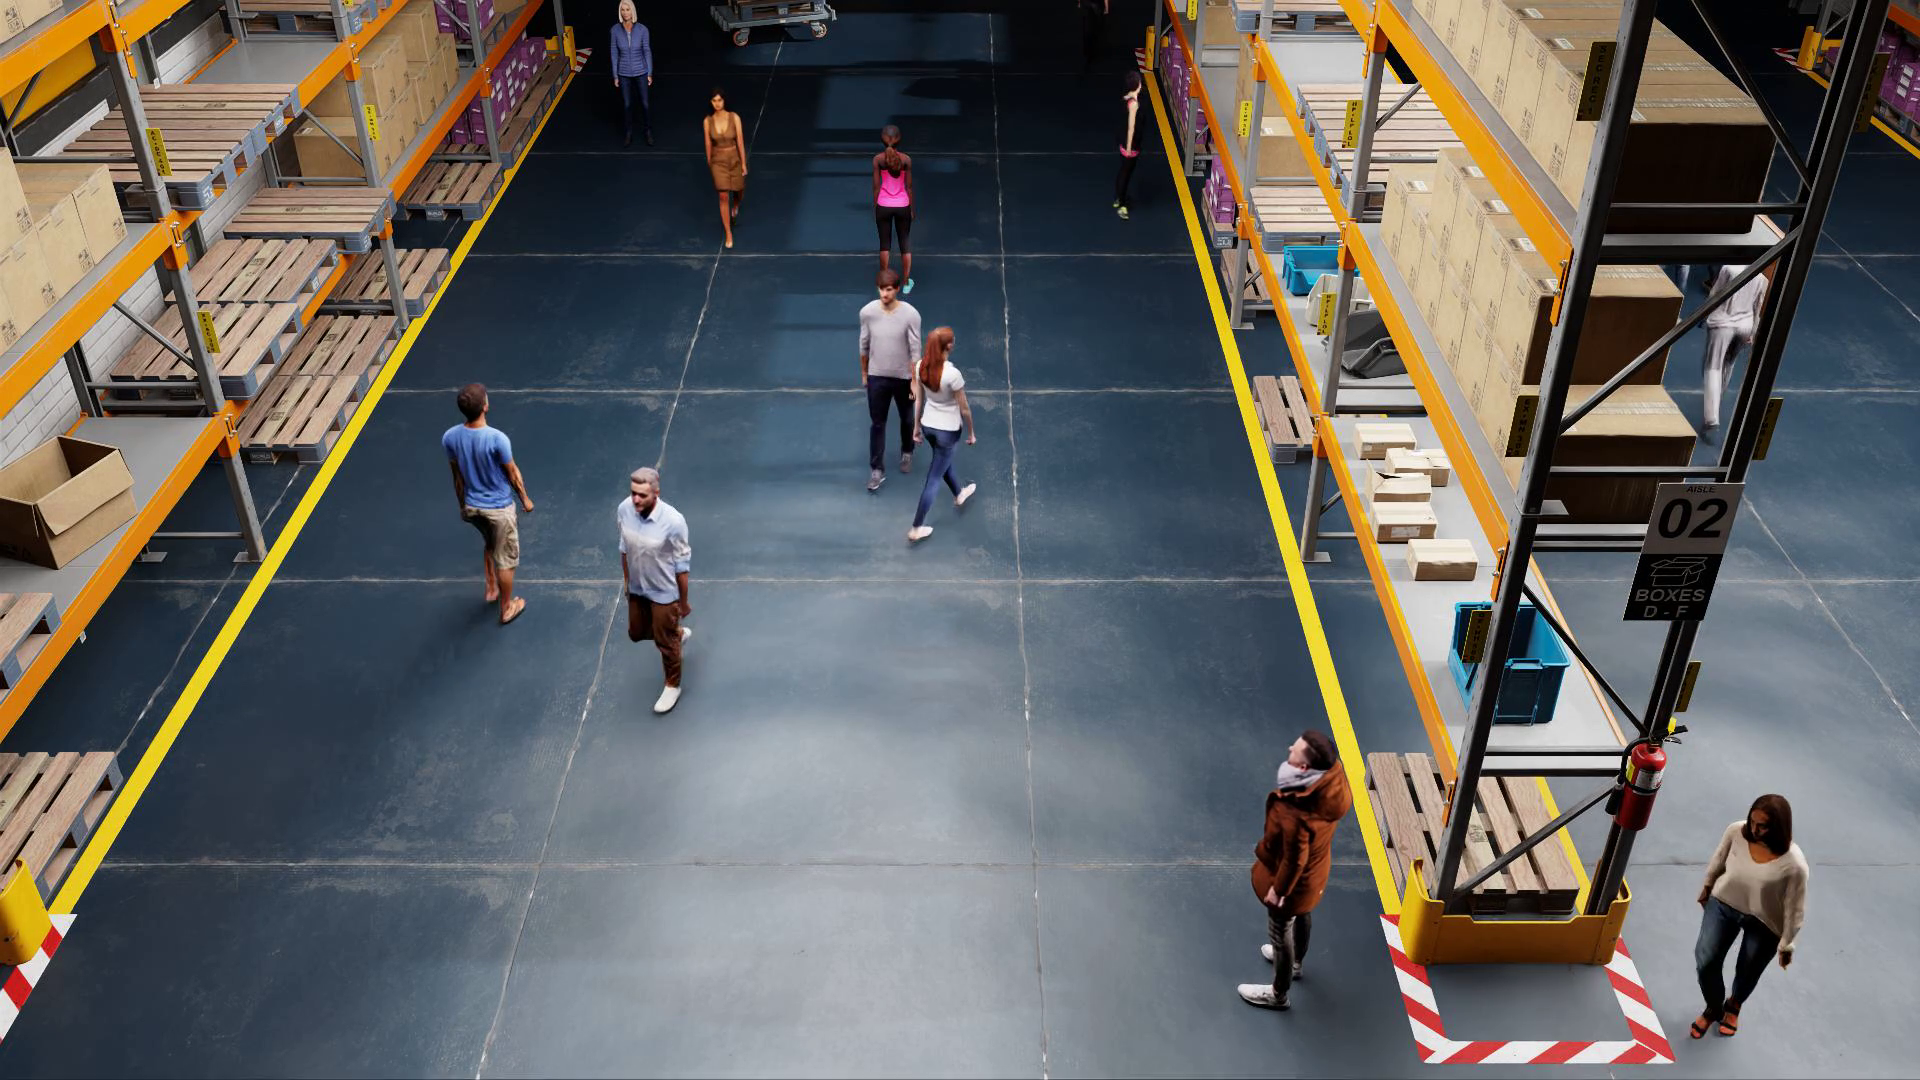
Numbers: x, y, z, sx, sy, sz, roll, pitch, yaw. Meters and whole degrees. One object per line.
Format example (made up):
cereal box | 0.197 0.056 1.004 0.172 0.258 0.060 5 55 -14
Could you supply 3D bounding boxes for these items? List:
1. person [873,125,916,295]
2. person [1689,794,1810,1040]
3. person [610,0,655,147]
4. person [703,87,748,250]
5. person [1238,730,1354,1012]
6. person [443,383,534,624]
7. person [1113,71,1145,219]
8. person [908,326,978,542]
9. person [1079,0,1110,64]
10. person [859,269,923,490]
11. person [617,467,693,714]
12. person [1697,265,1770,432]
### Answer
person | -0.657 -3.256 16.388 0.554 1.724 0.539 -1 34 -1
person | 4.120 1.920 8.661 0.821 1.658 0.891 28 42 35
person | -3.919 -5.607 19.906 0.665 1.745 0.579 -4 34 -6
person | -2.441 -3.951 17.486 0.659 1.666 1.007 -4 34 -6
person | 1.780 1.731 8.780 0.907 1.839 0.824 19 38 26
person | -3.334 -0.202 11.680 0.742 1.849 0.773 11 35 16
person | 1.819 -4.307 18.155 0.800 1.518 0.489 4 34 6
person | -0.201 -0.769 12.678 1.030 1.688 1.200 22 39 29
person | 1.771 -7.208 22.422 0.790 1.625 0.901 12 36 18
person | -0.545 -1.327 13.384 0.742 1.836 0.886 5 34 8
person | -1.976 0.260 11.019 0.893 1.811 0.993 15 37 22
person | 6.540 -1.751 14.108 0.636 1.741 1.039 4 34 5
